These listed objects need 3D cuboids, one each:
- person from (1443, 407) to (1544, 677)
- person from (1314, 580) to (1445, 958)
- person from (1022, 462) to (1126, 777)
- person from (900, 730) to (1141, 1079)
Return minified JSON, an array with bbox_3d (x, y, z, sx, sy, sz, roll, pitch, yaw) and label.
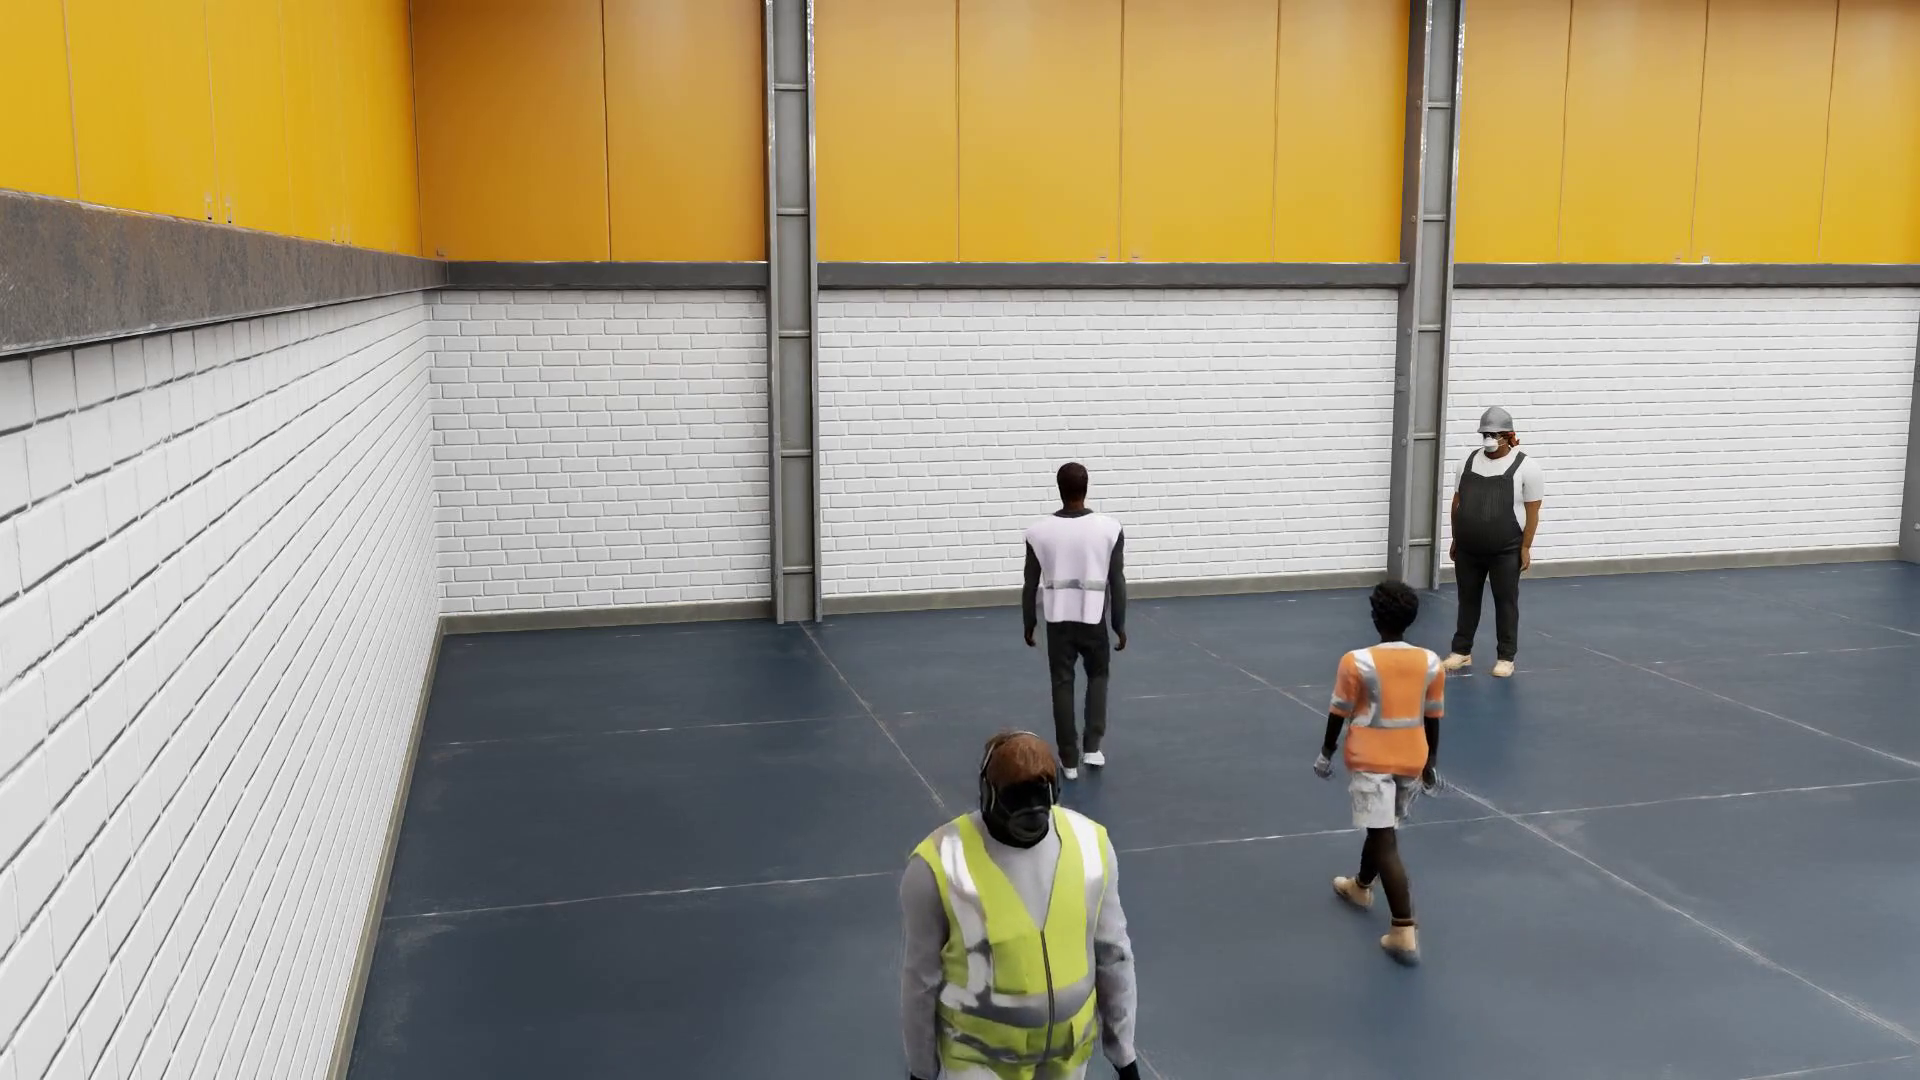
[{"bbox_3d":[3.994,0.009,12.565,0.674,2.000,0.535,8,12,39],"label":"person"},{"bbox_3d":[1.926,1.001,7.575,0.531,1.649,0.874,-3,10,-20],"label":"person"},{"bbox_3d":[0.687,0.478,10.033,0.626,1.908,0.516,1,9,5],"label":"person"},{"bbox_3d":[0.202,1.418,4.479,0.630,1.821,0.699,-4,10,-23],"label":"person"}]
